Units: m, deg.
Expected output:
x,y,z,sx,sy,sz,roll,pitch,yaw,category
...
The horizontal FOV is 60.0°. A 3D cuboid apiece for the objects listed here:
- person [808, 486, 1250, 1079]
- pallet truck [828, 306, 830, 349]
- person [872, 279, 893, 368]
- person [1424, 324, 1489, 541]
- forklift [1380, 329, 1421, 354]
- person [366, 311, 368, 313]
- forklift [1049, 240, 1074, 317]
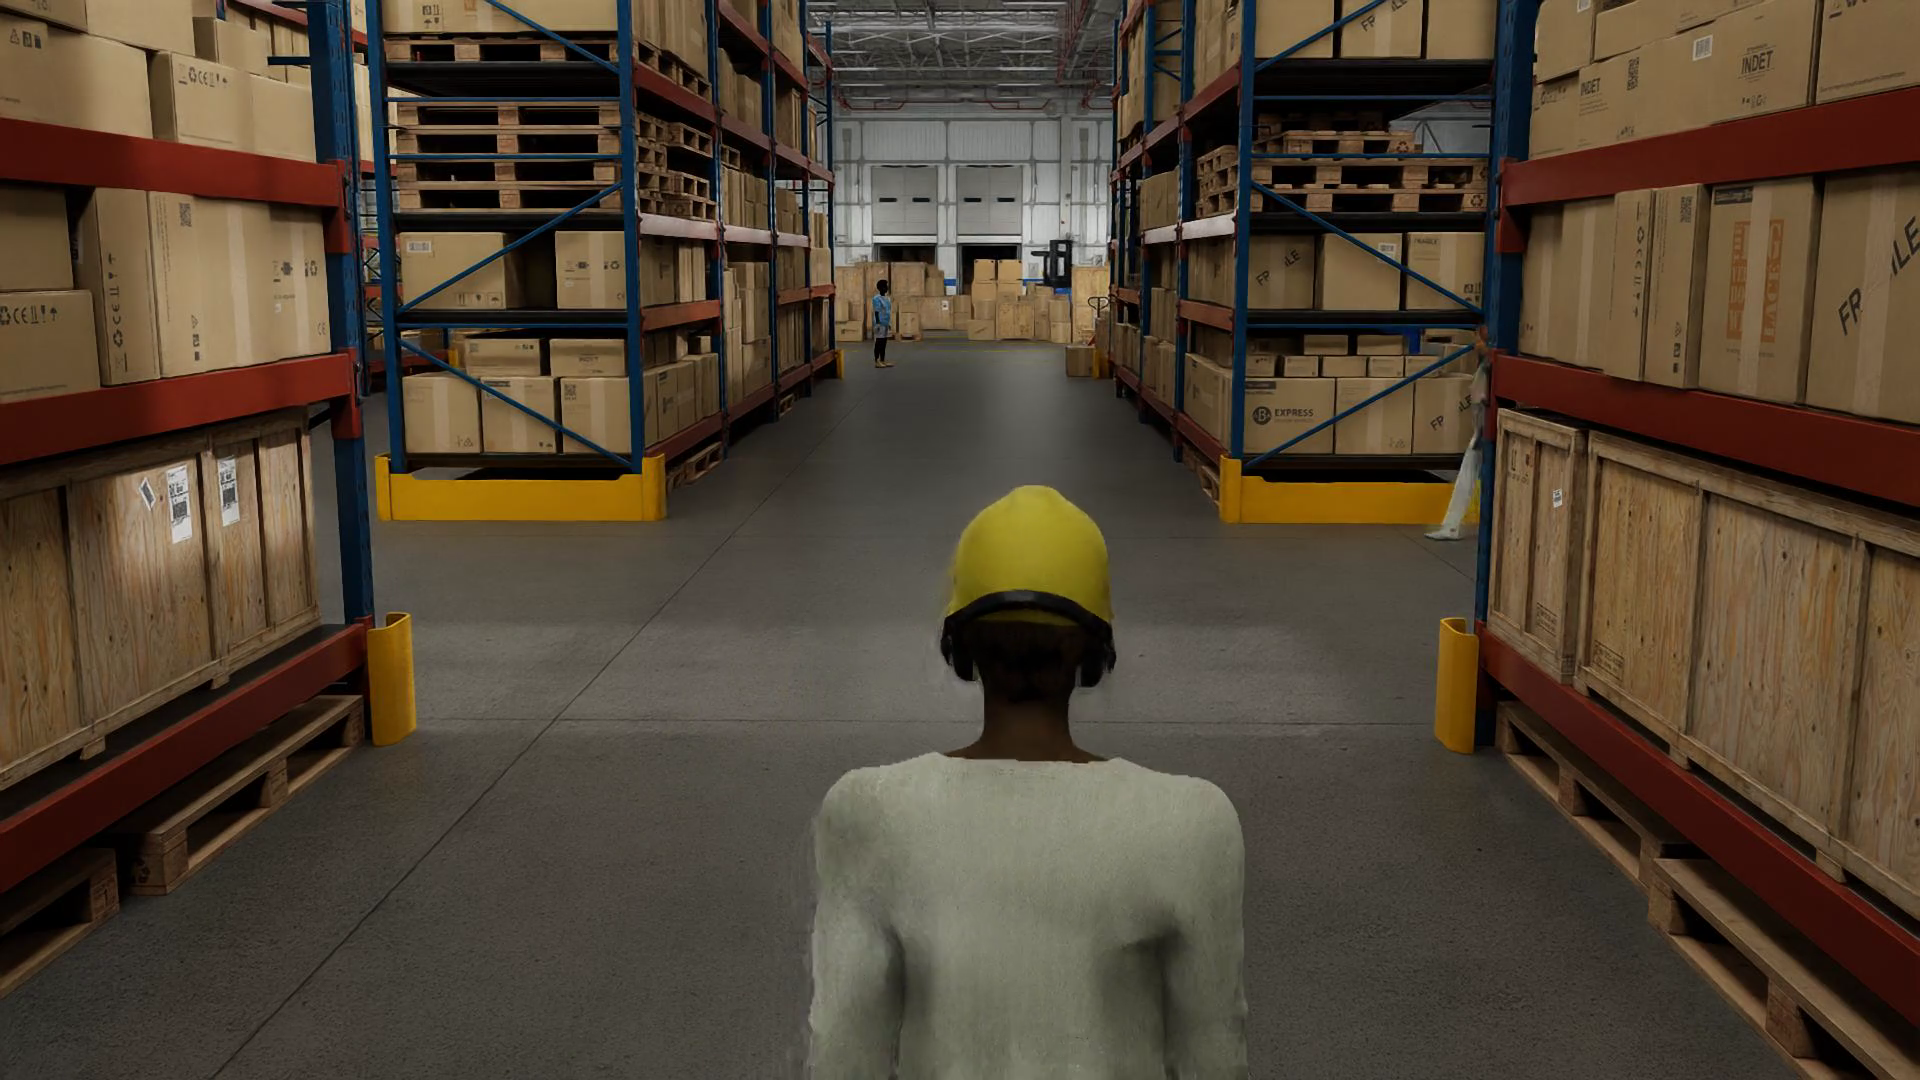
x,y,z,sx,sy,sz,roll,pitch,yaw,category
0.088,0.809,2.087,0.536,1.756,0.358,2,10,12,person
-3.100,-3.940,29.800,1.885,1.965,0.823,3,10,19,pallet truck
-1.487,-4.151,31.969,0.317,1.696,0.539,4,10,24,person
3.871,-0.767,12.019,0.888,1.588,0.517,-2,10,-9,person
6.562,-3.779,26.199,1.129,2.768,1.873,0,9,1,forklift
-24.182,-10.130,66.887,0.612,1.994,0.394,4,10,23,person
3.659,-9.425,60.017,1.129,2.768,1.873,-9,13,-43,forklift
